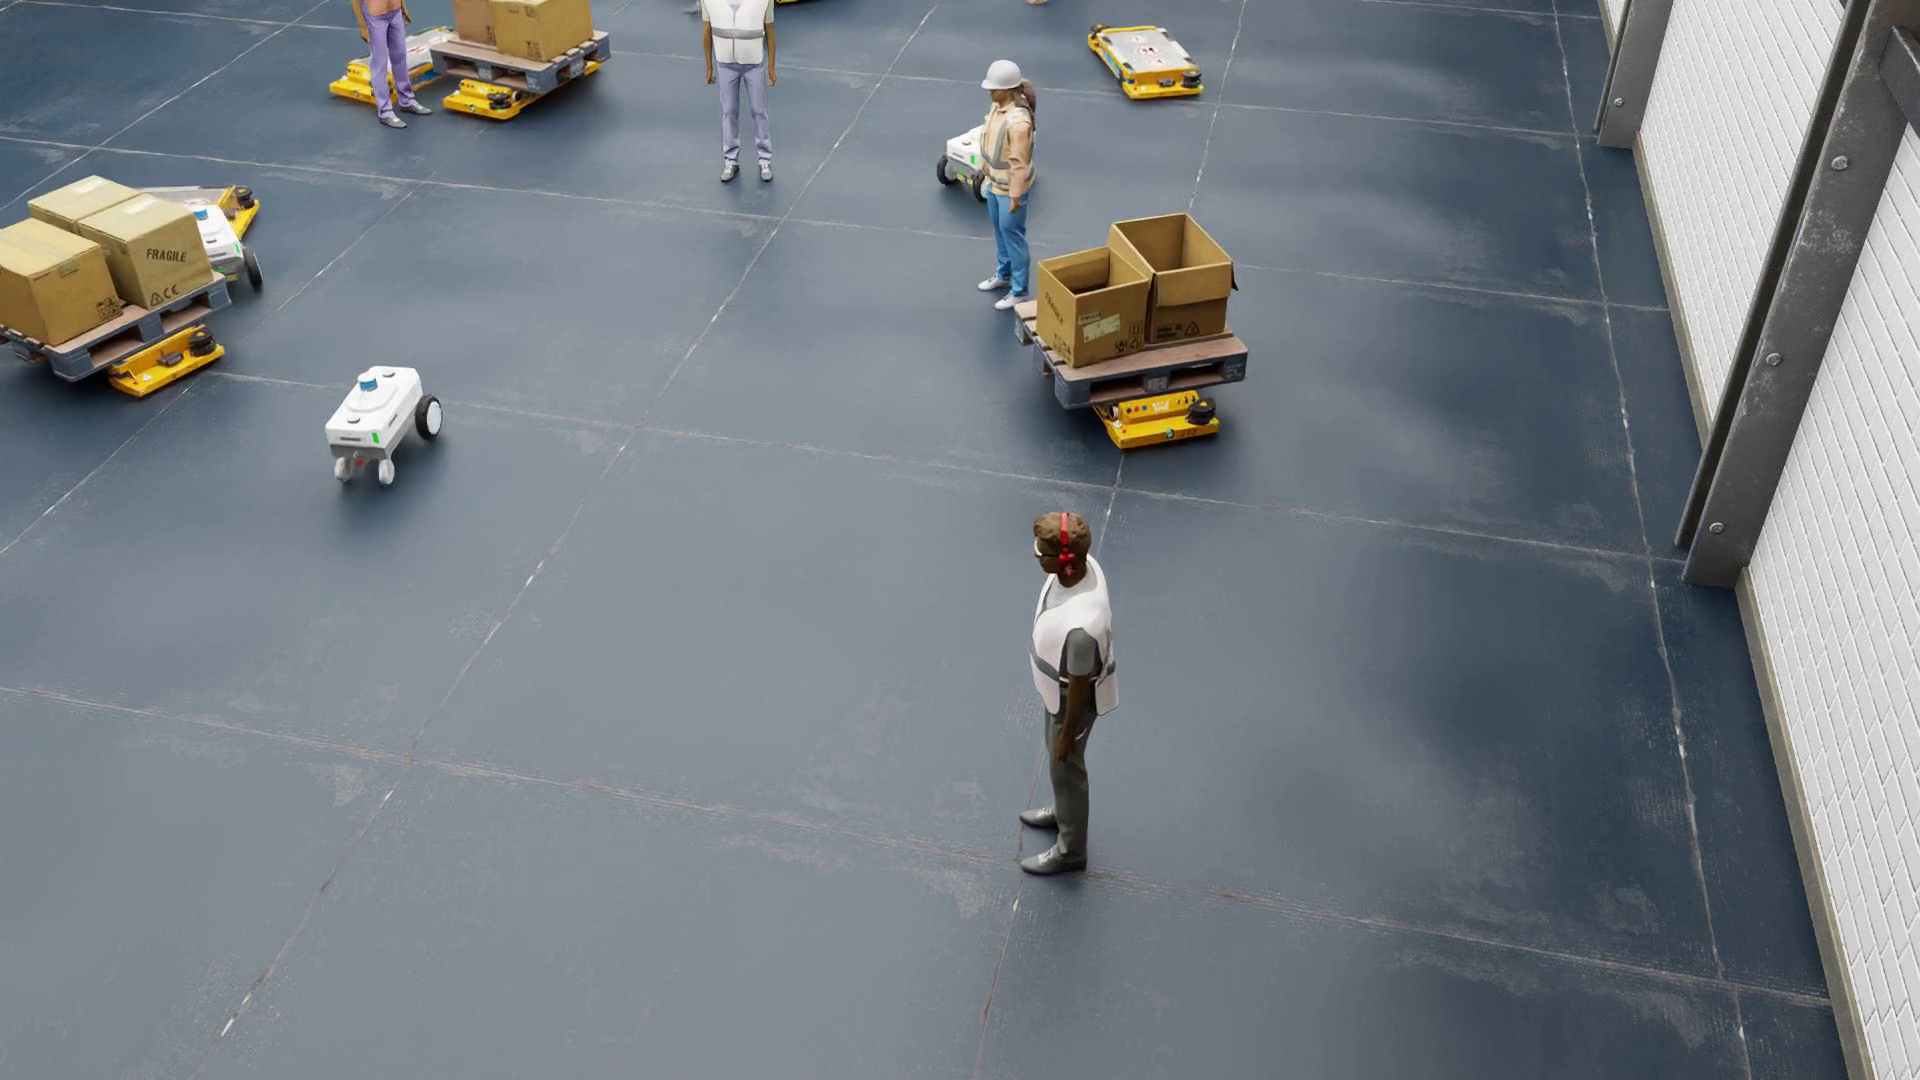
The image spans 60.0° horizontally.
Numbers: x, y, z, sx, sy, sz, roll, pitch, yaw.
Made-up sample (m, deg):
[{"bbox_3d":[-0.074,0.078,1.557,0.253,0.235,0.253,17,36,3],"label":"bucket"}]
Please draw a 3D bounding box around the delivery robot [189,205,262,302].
[{"bbox_3d":[-5.276,-2.048,11.736,0.516,0.614,0.785,-20,41,-24],"label":"delivery robot"}]

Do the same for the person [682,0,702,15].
[{"bbox_3d":[-2.374,-5.811,15.665,0.746,1.851,0.562,-12,39,-16],"label":"person"}]

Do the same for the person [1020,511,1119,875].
[{"bbox_3d":[0.463,0.650,7.044,0.402,1.832,0.568,-1,37,-2],"label":"person"}]

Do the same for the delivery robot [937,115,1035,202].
[{"bbox_3d":[0.240,-3.036,13.035,0.772,0.586,0.499,-29,46,-33],"label":"delivery robot"}]

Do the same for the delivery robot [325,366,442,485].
[{"bbox_3d":[-3.482,-0.733,9.964,0.499,0.599,0.784,4,37,5],"label":"delivery robot"}]

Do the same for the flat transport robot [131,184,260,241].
[{"bbox_3d":[-6.062,-2.398,12.427,1.431,0.231,0.659,-3,37,-3],"label":"flat transport robot"}]

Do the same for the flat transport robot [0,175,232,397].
[{"bbox_3d":[-5.624,-1.351,11.027,1.431,0.231,0.659,21,42,25],"label":"flat transport robot"}]

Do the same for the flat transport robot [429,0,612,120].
[{"bbox_3d":[-3.846,-4.092,14.694,0.659,0.231,1.431,16,40,21],"label":"flat transport robot"}]

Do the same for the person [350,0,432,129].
[{"bbox_3d":[-4.785,-4.337,13.714,0.380,1.836,0.563,15,39,19],"label":"person"}]

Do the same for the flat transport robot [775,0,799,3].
[{"bbox_3d":[-1.786,-5.821,17.008,0.659,0.231,1.431,-16,40,-20],"label":"flat transport robot"}]

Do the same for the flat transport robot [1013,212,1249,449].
[{"bbox_3d":[1.075,-1.073,10.655,0.659,0.231,1.431,-10,38,-14],"label":"flat transport robot"}]

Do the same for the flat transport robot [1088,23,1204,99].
[{"bbox_3d":[1.666,-4.347,15.035,0.659,0.231,1.431,-7,37,-10],"label":"flat transport robot"}]

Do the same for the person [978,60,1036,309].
[{"bbox_3d":[0.319,-2.403,11.224,0.378,1.721,0.488,-13,39,-16],"label":"person"}]

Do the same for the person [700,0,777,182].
[{"bbox_3d":[-1.685,-3.677,12.825,0.563,1.842,0.391,0,37,-1],"label":"person"}]

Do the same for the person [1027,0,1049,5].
[{"bbox_3d":[0.972,-6.218,16.202,0.720,1.867,0.598,-24,43,-28],"label":"person"}]

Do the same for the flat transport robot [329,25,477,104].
[{"bbox_3d":[-4.896,-4.270,14.933,0.659,0.231,1.431,19,41,23],"label":"flat transport robot"}]
